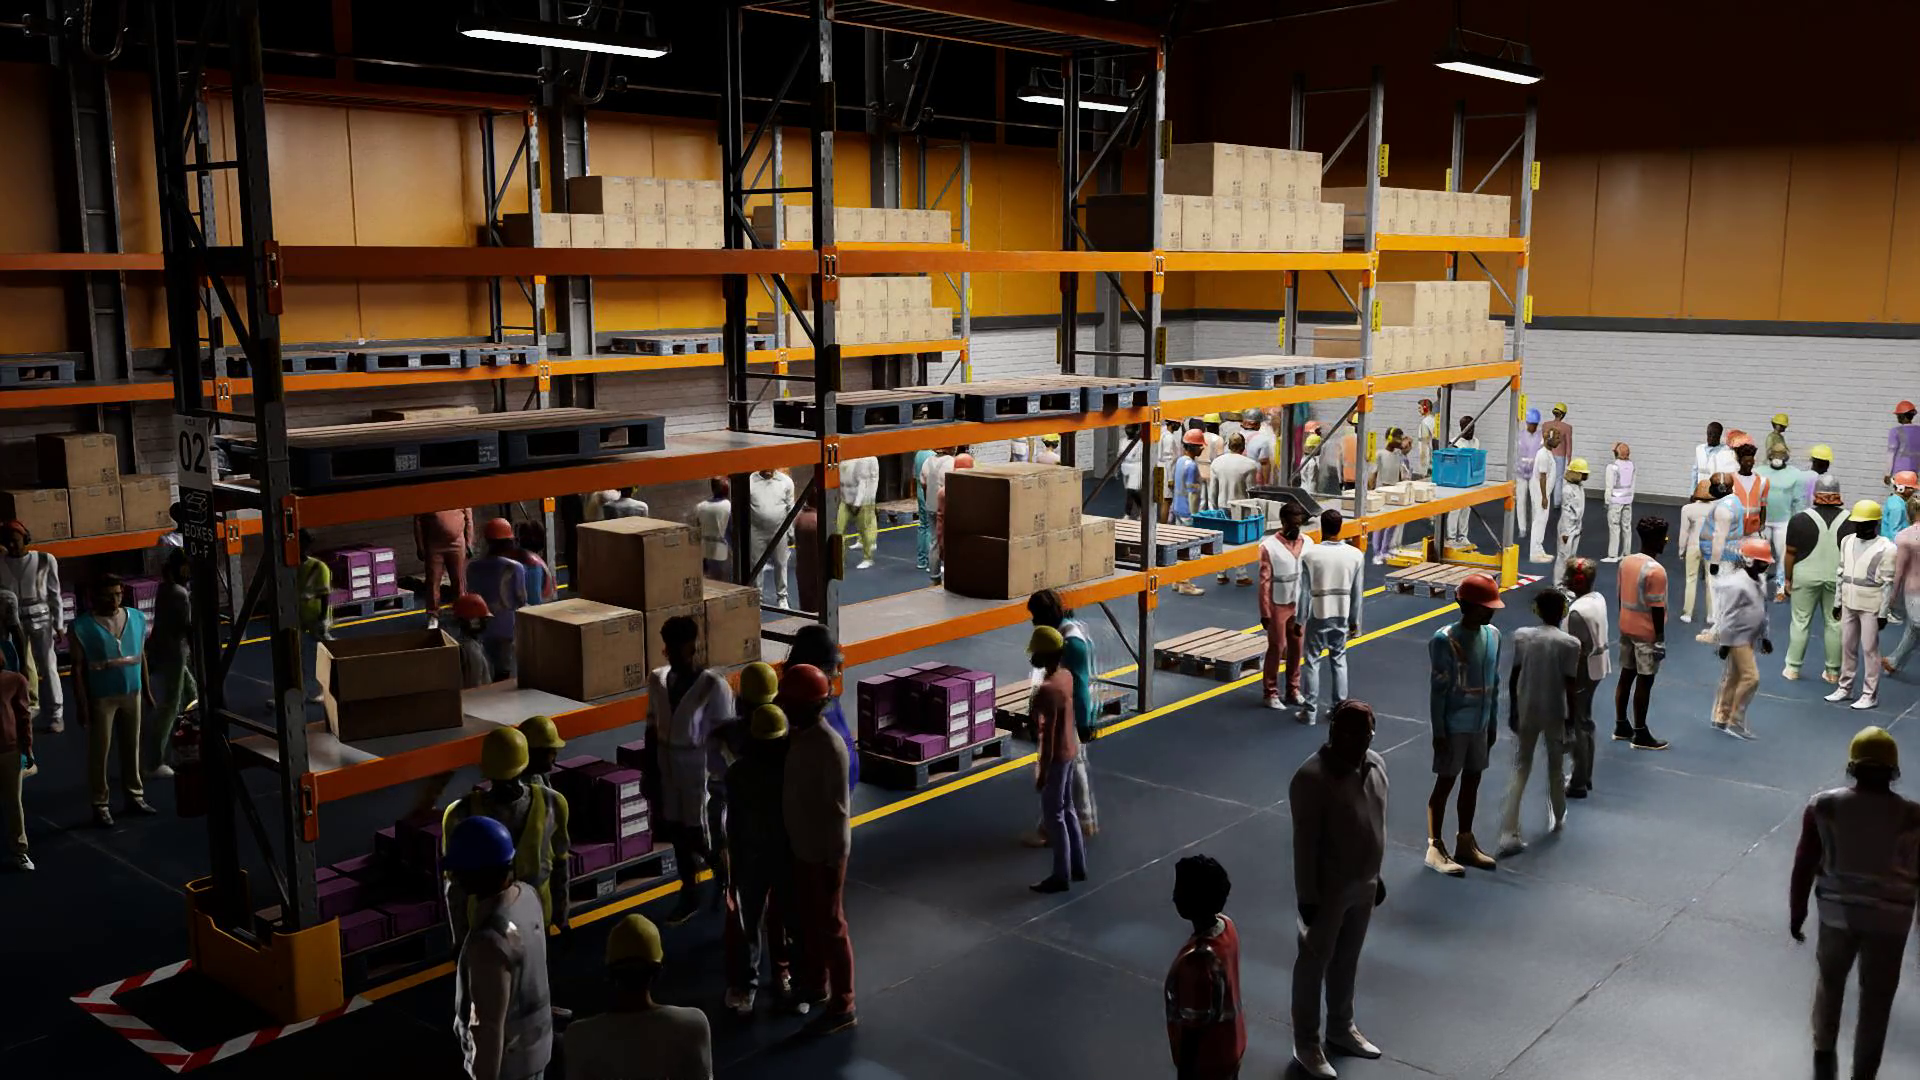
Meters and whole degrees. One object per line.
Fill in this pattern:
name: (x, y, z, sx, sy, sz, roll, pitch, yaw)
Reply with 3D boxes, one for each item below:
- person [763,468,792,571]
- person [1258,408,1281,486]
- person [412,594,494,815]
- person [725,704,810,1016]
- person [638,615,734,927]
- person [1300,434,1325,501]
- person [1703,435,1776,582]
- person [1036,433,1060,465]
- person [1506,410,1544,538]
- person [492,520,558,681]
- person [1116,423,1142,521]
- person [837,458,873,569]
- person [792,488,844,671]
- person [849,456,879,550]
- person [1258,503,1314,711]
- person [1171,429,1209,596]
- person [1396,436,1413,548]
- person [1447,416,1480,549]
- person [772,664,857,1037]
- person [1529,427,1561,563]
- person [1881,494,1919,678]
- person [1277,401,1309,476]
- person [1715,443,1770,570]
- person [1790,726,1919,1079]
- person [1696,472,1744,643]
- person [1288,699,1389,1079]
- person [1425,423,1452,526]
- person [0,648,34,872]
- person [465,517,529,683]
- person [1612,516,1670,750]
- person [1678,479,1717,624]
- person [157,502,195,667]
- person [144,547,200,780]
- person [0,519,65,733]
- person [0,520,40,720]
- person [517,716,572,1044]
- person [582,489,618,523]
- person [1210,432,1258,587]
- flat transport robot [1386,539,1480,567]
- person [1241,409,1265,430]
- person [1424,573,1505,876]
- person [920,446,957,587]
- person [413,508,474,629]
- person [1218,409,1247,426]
person: (-2.515, -0.520, 21.775, 0.424, 1.908, 0.605, -5, 11, -26)
person: (4.683, -1.038, 24.932, 0.653, 1.896, 0.400, -7, 12, -36)
person: (-3.537, 1.242, 11.972, 0.865, 1.716, 0.577, -5, 11, -30)
person: (-1.013, 1.718, 8.951, 0.485, 1.735, 0.331, 0, 10, -2)
person: (-1.670, 1.407, 10.162, 0.625, 1.953, 0.422, 6, 11, 32)
person: (4.758, -0.574, 22.640, 0.363, 1.736, 0.488, 0, 10, -1)
person: (9.865, -0.374, 20.942, 0.876, 1.893, 0.558, 6, 11, 31)
person: (1.255, -0.653, 22.996, 0.305, 1.772, 0.525, -7, 12, -36)
person: (8.288, -0.935, 24.257, 0.626, 1.913, 0.857, 3, 10, 18)
person: (-3.858, 0.713, 14.733, 0.882, 1.814, 0.620, -6, 11, -34)
person: (2.698, -1.066, 25.782, 0.835, 1.666, 0.538, -9, 13, -44)
person: (-1.490, -0.508, 21.823, 0.594, 1.876, 0.977, 8, 12, 39)
person: (-1.414, 0.374, 16.487, 0.400, 1.897, 0.648, -6, 11, -32)
person: (-1.346, -0.664, 23.459, 0.278, 1.634, 0.498, -9, 13, -42)
person: (2.954, 0.596, 15.132, 0.603, 1.904, 0.386, -5, 11, -29)
person: (2.817, -0.345, 20.341, 0.393, 2.040, 0.611, -1, 10, -7)
person: (6.181, -0.649, 23.379, 0.314, 1.631, 0.526, -1, 10, -4)
person: (7.098, -0.807, 23.506, 0.580, 1.911, 0.396, -6, 11, -33)
person: (-0.787, 1.619, 8.803, 0.409, 1.984, 0.613, -5, 11, -29)
person: (7.912, -0.607, 22.525, 0.339, 1.838, 0.509, 4, 10, 24)
person: (9.115, 0.495, 15.826, 0.659, 1.872, 1.053, -3, 10, -16)
person: (6.321, -2.205, 31.584, 0.622, 1.993, 0.384, 4, 10, 22)
person: (9.105, -0.150, 19.401, 0.608, 1.966, 0.363, 1, 10, 3)
person: (4.446, 1.811, 8.174, 0.628, 1.809, 0.588, 6, 11, 33)
person: (8.145, 0.182, 17.836, 0.430, 1.837, 0.629, 6, 11, 32)
person: (1.935, 1.729, 8.377, 0.640, 1.904, 0.401, -7, 12, -37)
person: (7.378, -1.005, 25.541, 0.515, 1.625, 0.377, 7, 12, 37)
person: (-6.403, 1.422, 11.001, 0.500, 1.636, 0.281, -7, 12, -37)
person: (-3.980, 0.769, 14.127, 0.561, 1.901, 0.906, 3, 10, 20)
person: (5.727, 0.766, 13.935, 0.367, 1.965, 0.607, -1, 10, -8)
person: (8.354, 0.128, 18.724, 0.498, 1.636, 0.282, 3, 10, 18)
person: (-7.735, 0.450, 16.623, 0.322, 1.697, 0.533, 6, 11, 30)
person: (-6.201, 0.958, 13.224, 0.773, 1.819, 0.573, -9, 13, -42)
person: (-8.046, 0.746, 14.326, 0.585, 1.877, 0.361, -3, 10, -19)
person: (-8.440, 0.701, 14.723, 0.565, 1.836, 0.392, 0, 10, 1)
person: (-2.197, 1.760, 8.697, 0.318, 1.735, 0.480, -1, 10, -5)
person: (-4.150, -0.002, 19.040, 0.712, 1.806, 0.651, -5, 11, -28)
person: (3.439, -0.382, 20.869, 0.635, 1.937, 0.352, 7, 12, 35)
flat transport robot: (6.404, 0.183, 22.467, 0.652, 0.197, 1.431, 8, 13, 41)
person: (4.580, -1.216, 25.941, 0.591, 1.912, 0.399, -7, 12, -34)
person: (3.379, 1.217, 11.050, 0.606, 2.035, 0.405, -6, 11, -30)
person: (-0.131, -0.366, 20.470, 0.539, 2.000, 0.688, -9, 13, -42)
person: (-5.701, 0.047, 18.407, 0.642, 1.909, 0.408, -5, 11, -27)
person: (4.756, -1.723, 28.570, 0.685, 2.000, 0.535, 4, 10, 22)
